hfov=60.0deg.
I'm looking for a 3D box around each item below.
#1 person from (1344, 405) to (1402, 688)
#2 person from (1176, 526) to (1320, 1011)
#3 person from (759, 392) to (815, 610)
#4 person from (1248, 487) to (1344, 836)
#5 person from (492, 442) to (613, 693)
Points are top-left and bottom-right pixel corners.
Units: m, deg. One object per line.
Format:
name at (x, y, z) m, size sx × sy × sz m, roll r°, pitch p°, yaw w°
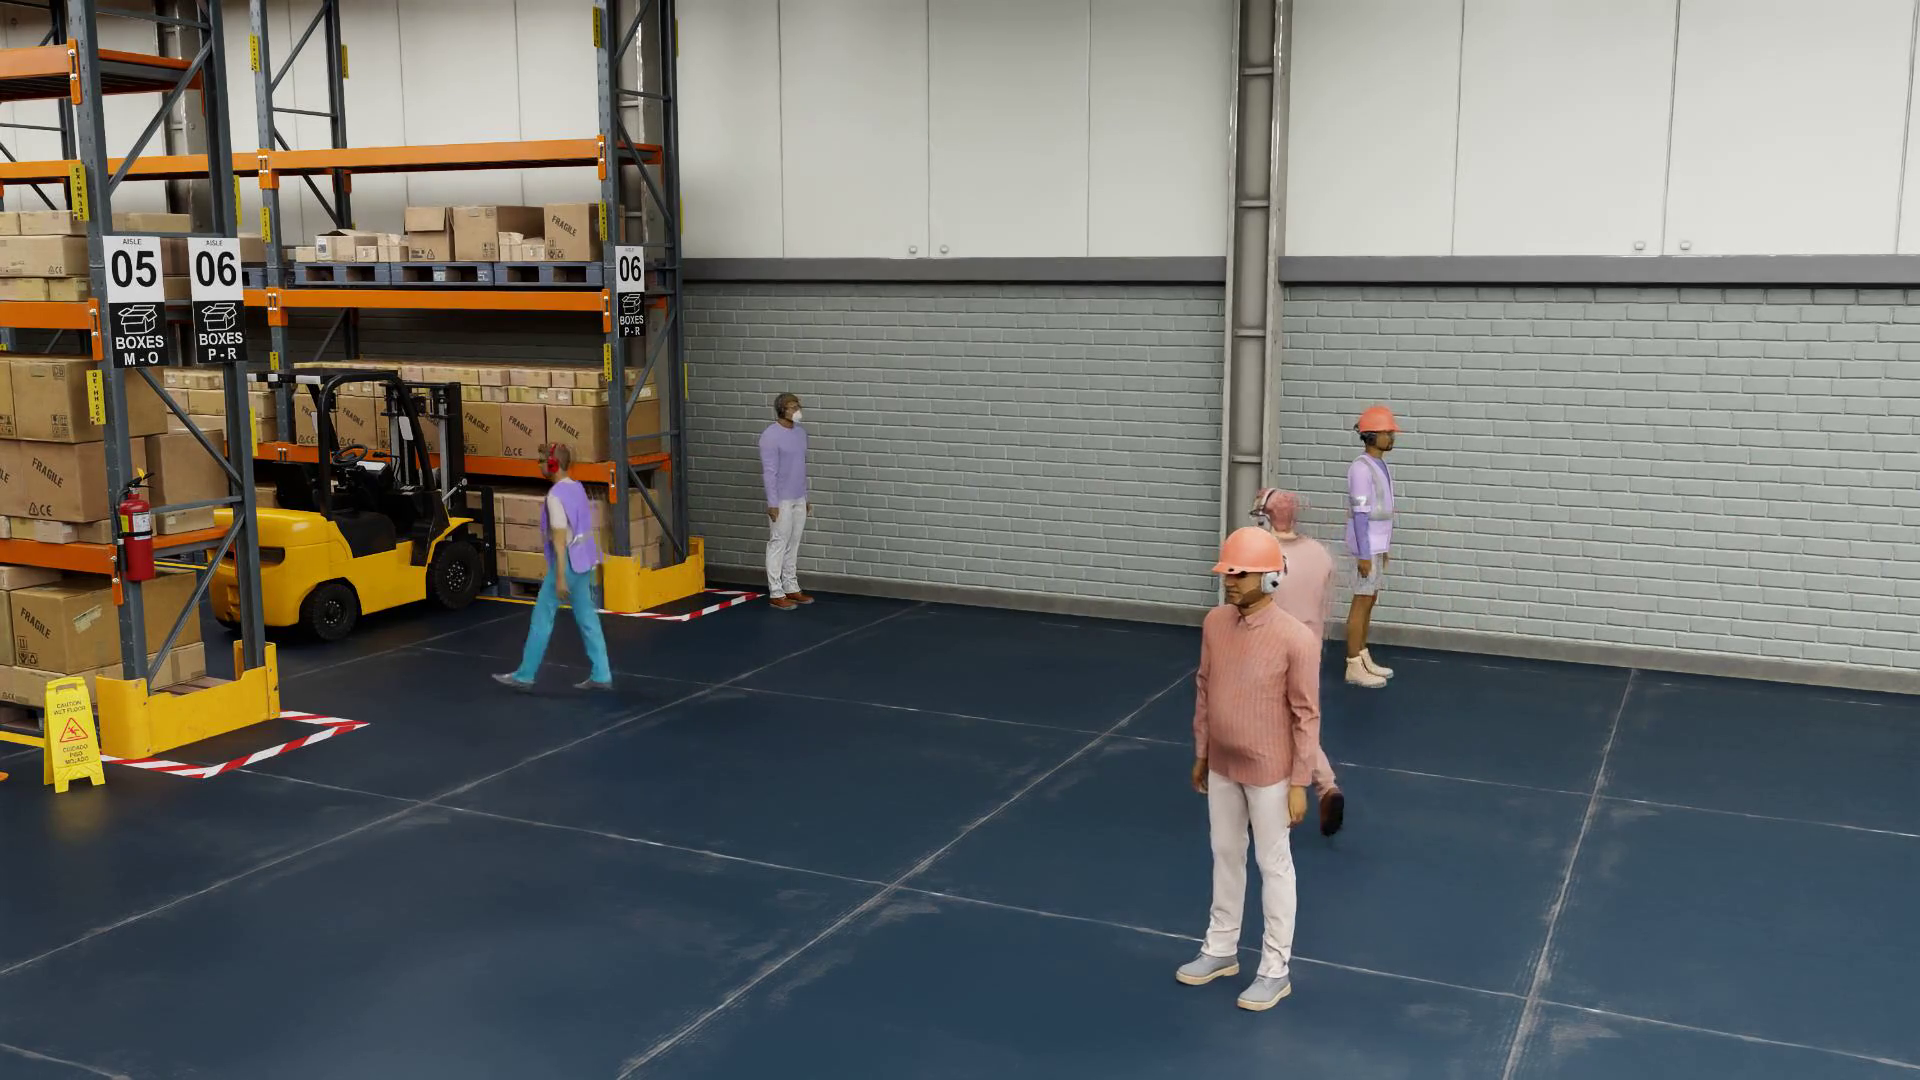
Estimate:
person at (3.013, 0.041, 12.155) m, size 0.365 × 2.048 × 0.608 m, roll 4°, pitch 10°, yaw 25°
person at (1.192, 0.929, 6.866) m, size 0.387 × 1.996 × 0.611 m, roll -7°, pitch 12°, yaw -37°
person at (-1.543, -0.354, 14.911) m, size 0.372 × 1.940 × 0.632 m, roll 4°, pitch 10°, yaw 25°
person at (1.702, 0.659, 8.836) m, size 0.652 × 1.888 × 0.723 m, roll -5°, pitch 11°, yaw -28°
person at (-2.915, 0.209, 11.865) m, size 0.903 × 1.804 × 0.595 m, roll 1°, pitch 9°, yaw 7°
